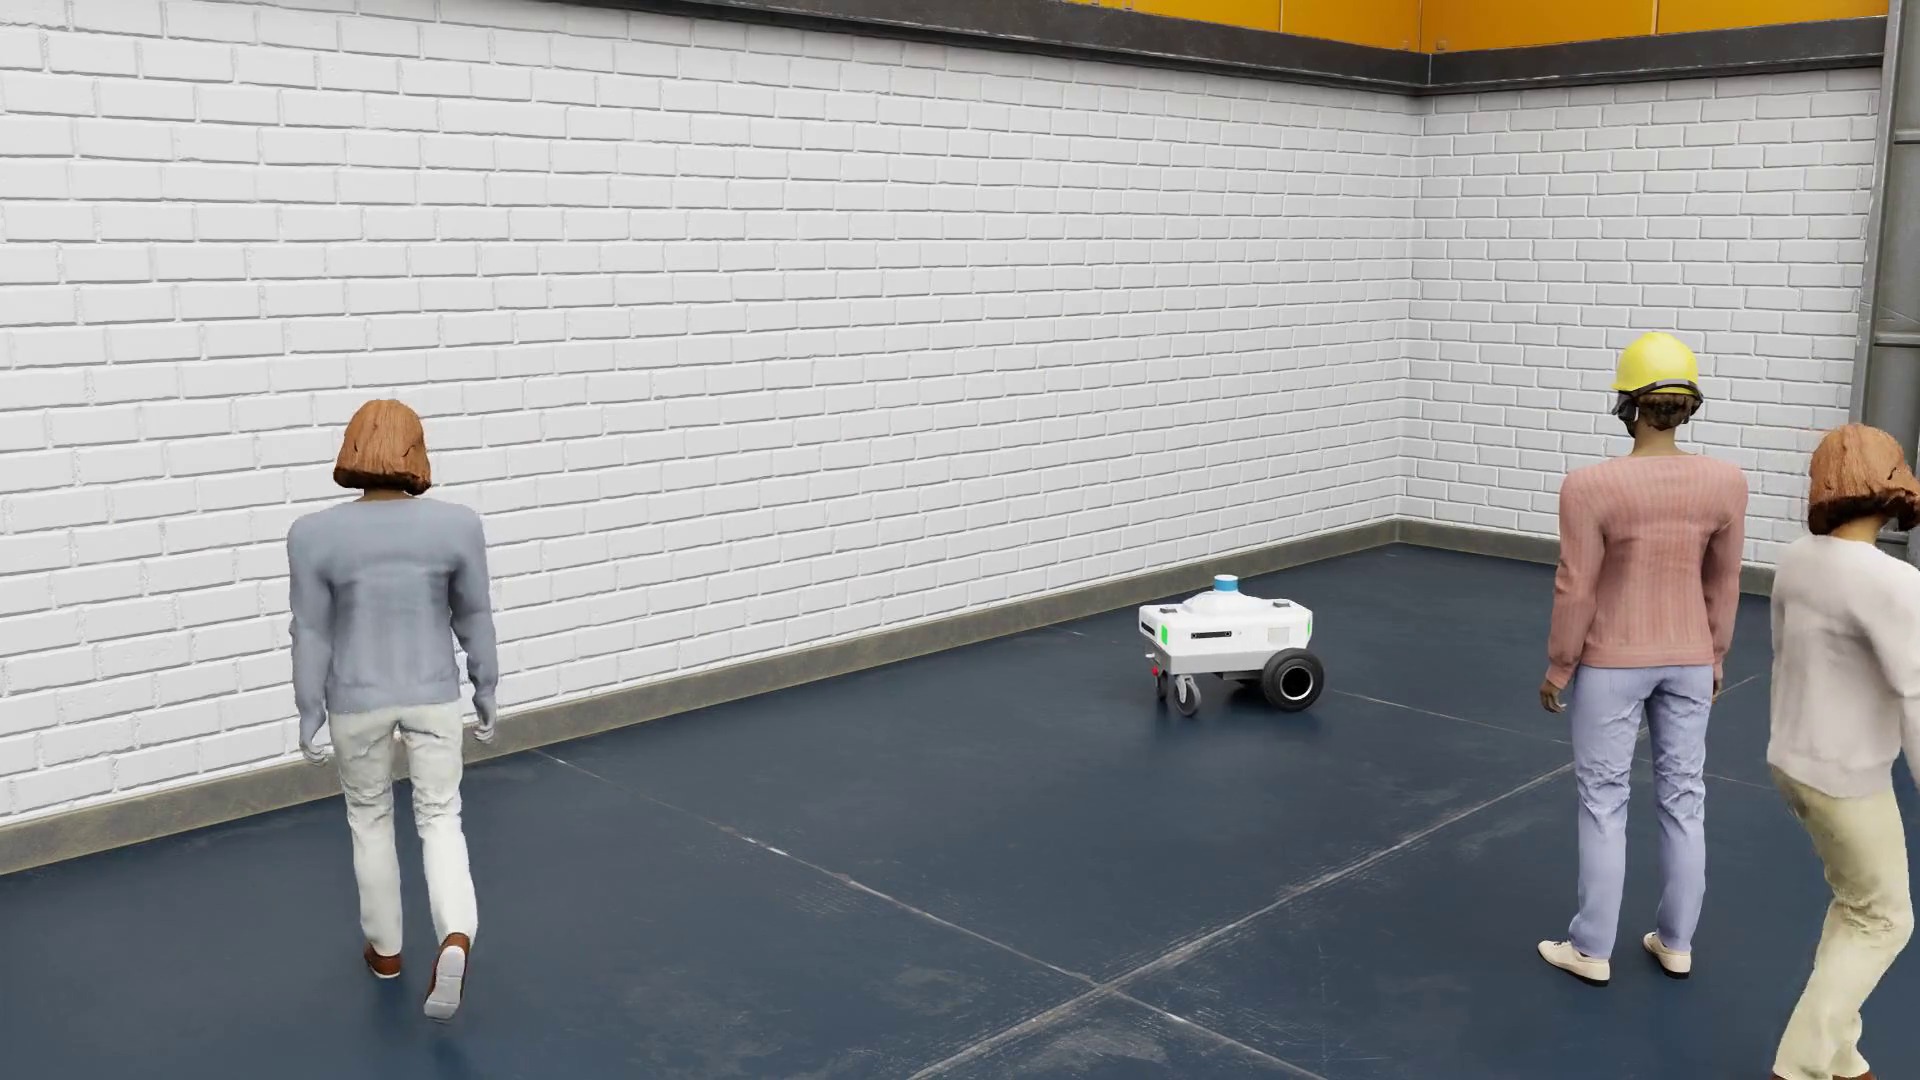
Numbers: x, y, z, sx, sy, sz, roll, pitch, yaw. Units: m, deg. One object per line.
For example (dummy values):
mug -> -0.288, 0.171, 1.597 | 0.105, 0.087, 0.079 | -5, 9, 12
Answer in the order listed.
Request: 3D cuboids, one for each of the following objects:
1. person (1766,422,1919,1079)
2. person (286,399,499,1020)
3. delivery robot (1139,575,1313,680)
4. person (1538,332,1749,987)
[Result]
person -> 2.033, 0.537, 3.767 | 0.372, 1.610, 0.540 | 1, 10, 5
person -> -1.455, 0.442, 4.328 | 0.516, 1.607, 0.668 | -5, 11, -23
delivery robot -> 1.142, 0.395, 7.191 | 0.707, 0.478, 0.477 | -2, 11, -12
person -> 1.824, 0.332, 4.485 | 0.523, 1.769, 0.313 | -1, 10, -7
